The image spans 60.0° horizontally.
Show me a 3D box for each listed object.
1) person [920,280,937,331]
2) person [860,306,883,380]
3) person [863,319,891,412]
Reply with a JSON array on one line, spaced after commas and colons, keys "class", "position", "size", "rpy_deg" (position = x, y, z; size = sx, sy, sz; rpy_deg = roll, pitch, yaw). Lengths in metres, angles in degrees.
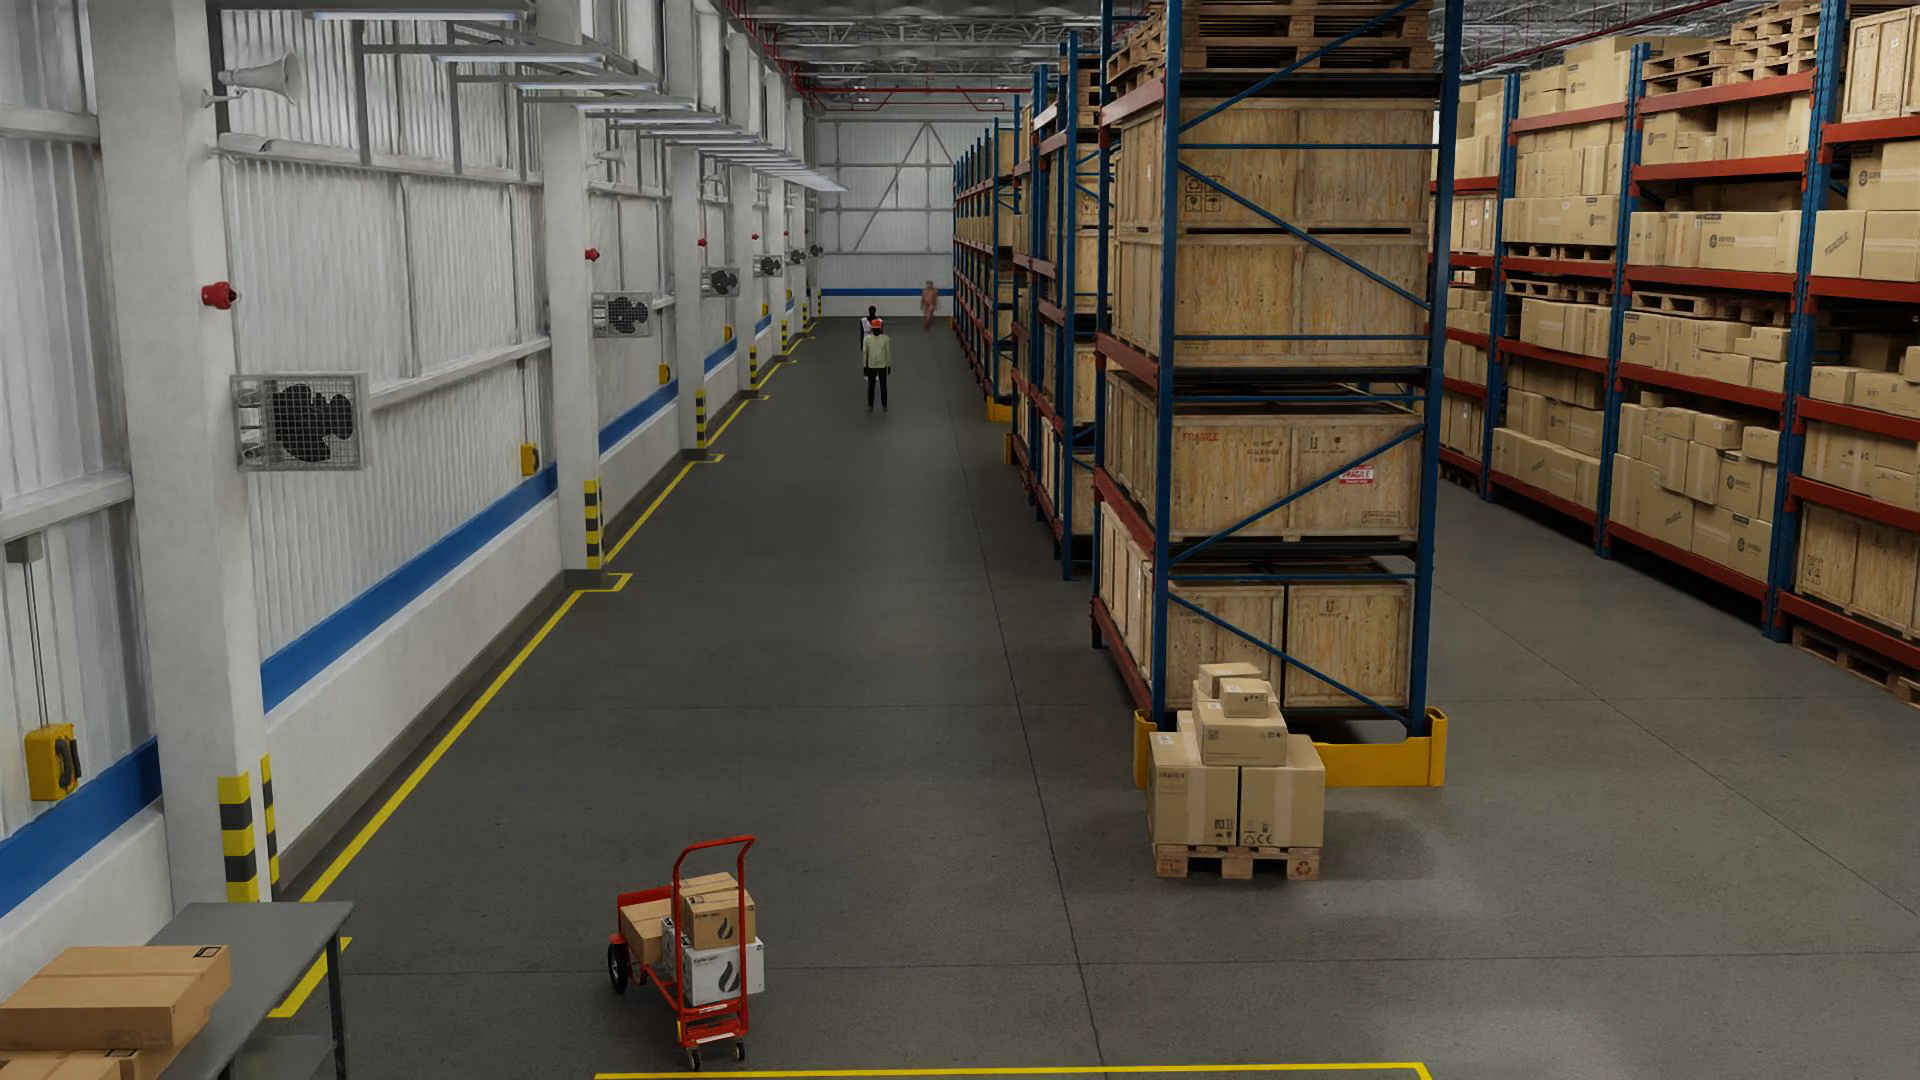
[{"class": "person", "position": [-1.167, -8.700, 61.763], "size": [0.681, 1.877, 0.413], "rpy_deg": [4, 12, 19]}, {"class": "person", "position": [-2.266, -5.050, 42.674], "size": [0.599, 1.907, 0.405], "rpy_deg": [-2, 11, -10]}, {"class": "person", "position": [-1.781, -3.736, 35.625], "size": [0.614, 1.988, 0.405], "rpy_deg": [0, 11, -1]}]
